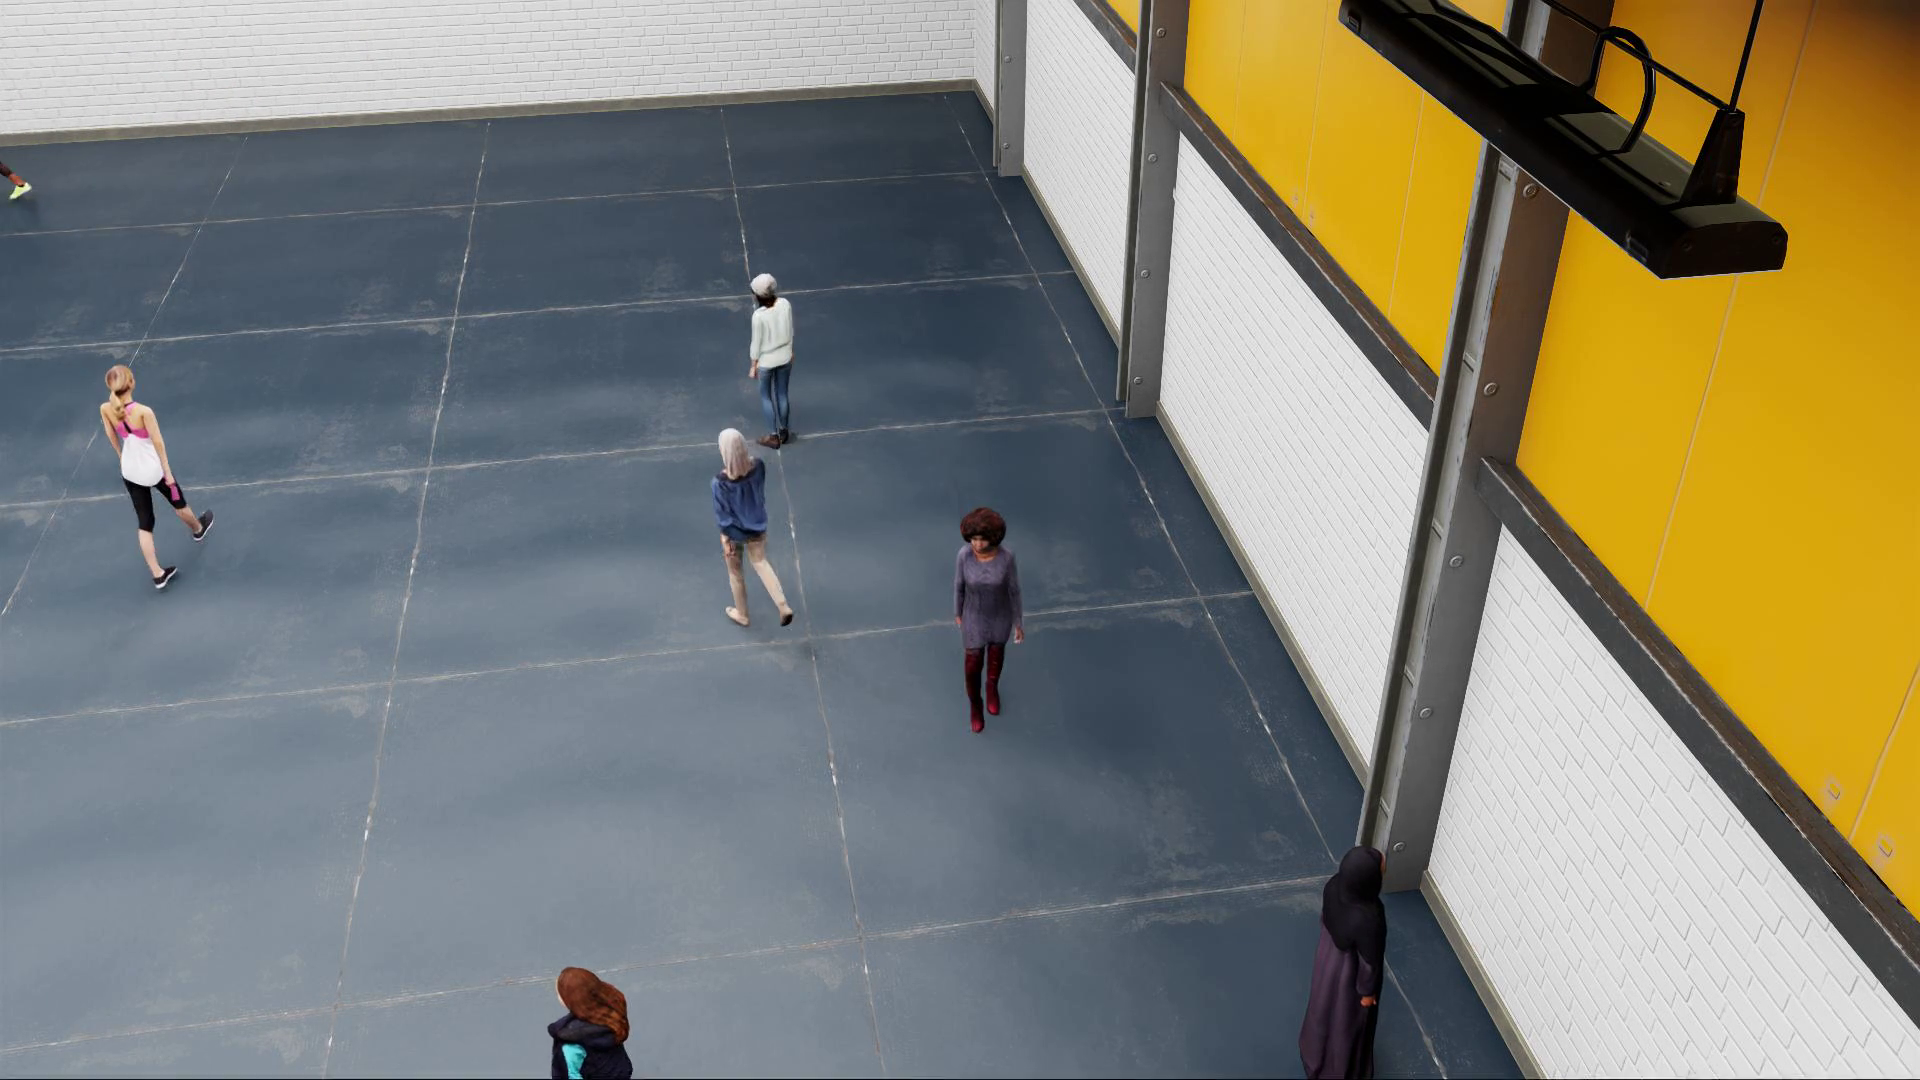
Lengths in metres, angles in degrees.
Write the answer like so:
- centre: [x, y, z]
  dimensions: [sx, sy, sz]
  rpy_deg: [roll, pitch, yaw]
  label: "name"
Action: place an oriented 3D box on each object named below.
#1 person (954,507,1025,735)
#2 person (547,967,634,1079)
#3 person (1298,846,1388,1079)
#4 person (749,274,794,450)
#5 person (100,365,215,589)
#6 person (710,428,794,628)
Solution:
- centre: [0.182, 0.469, 11.195]
  dimensions: [0.655, 1.694, 0.705]
  rpy_deg: [-2, 34, -3]
  label: "person"
- centre: [-1.714, 2.649, 8.118]
  dimensions: [0.930, 1.468, 1.008]
  rpy_deg: [10, 35, 15]
  label: "person"
- centre: [2.022, 2.199, 8.664]
  dimensions: [0.686, 1.615, 0.554]
  rpy_deg: [-10, 35, -14]
  label: "person"
- centre: [-1.603, -1.568, 14.311]
  dimensions: [0.675, 1.637, 0.671]
  rpy_deg: [-15, 36, -21]
  label: "person"
- centre: [-6.169, -0.440, 12.513]
  dimensions: [0.825, 1.748, 1.159]
  rpy_deg: [2, 34, 4]
  label: "person"
- centre: [-1.494, -0.030, 11.956]
  dimensions: [0.881, 1.682, 1.013]
  rpy_deg: [-27, 42, -35]
  label: "person"
